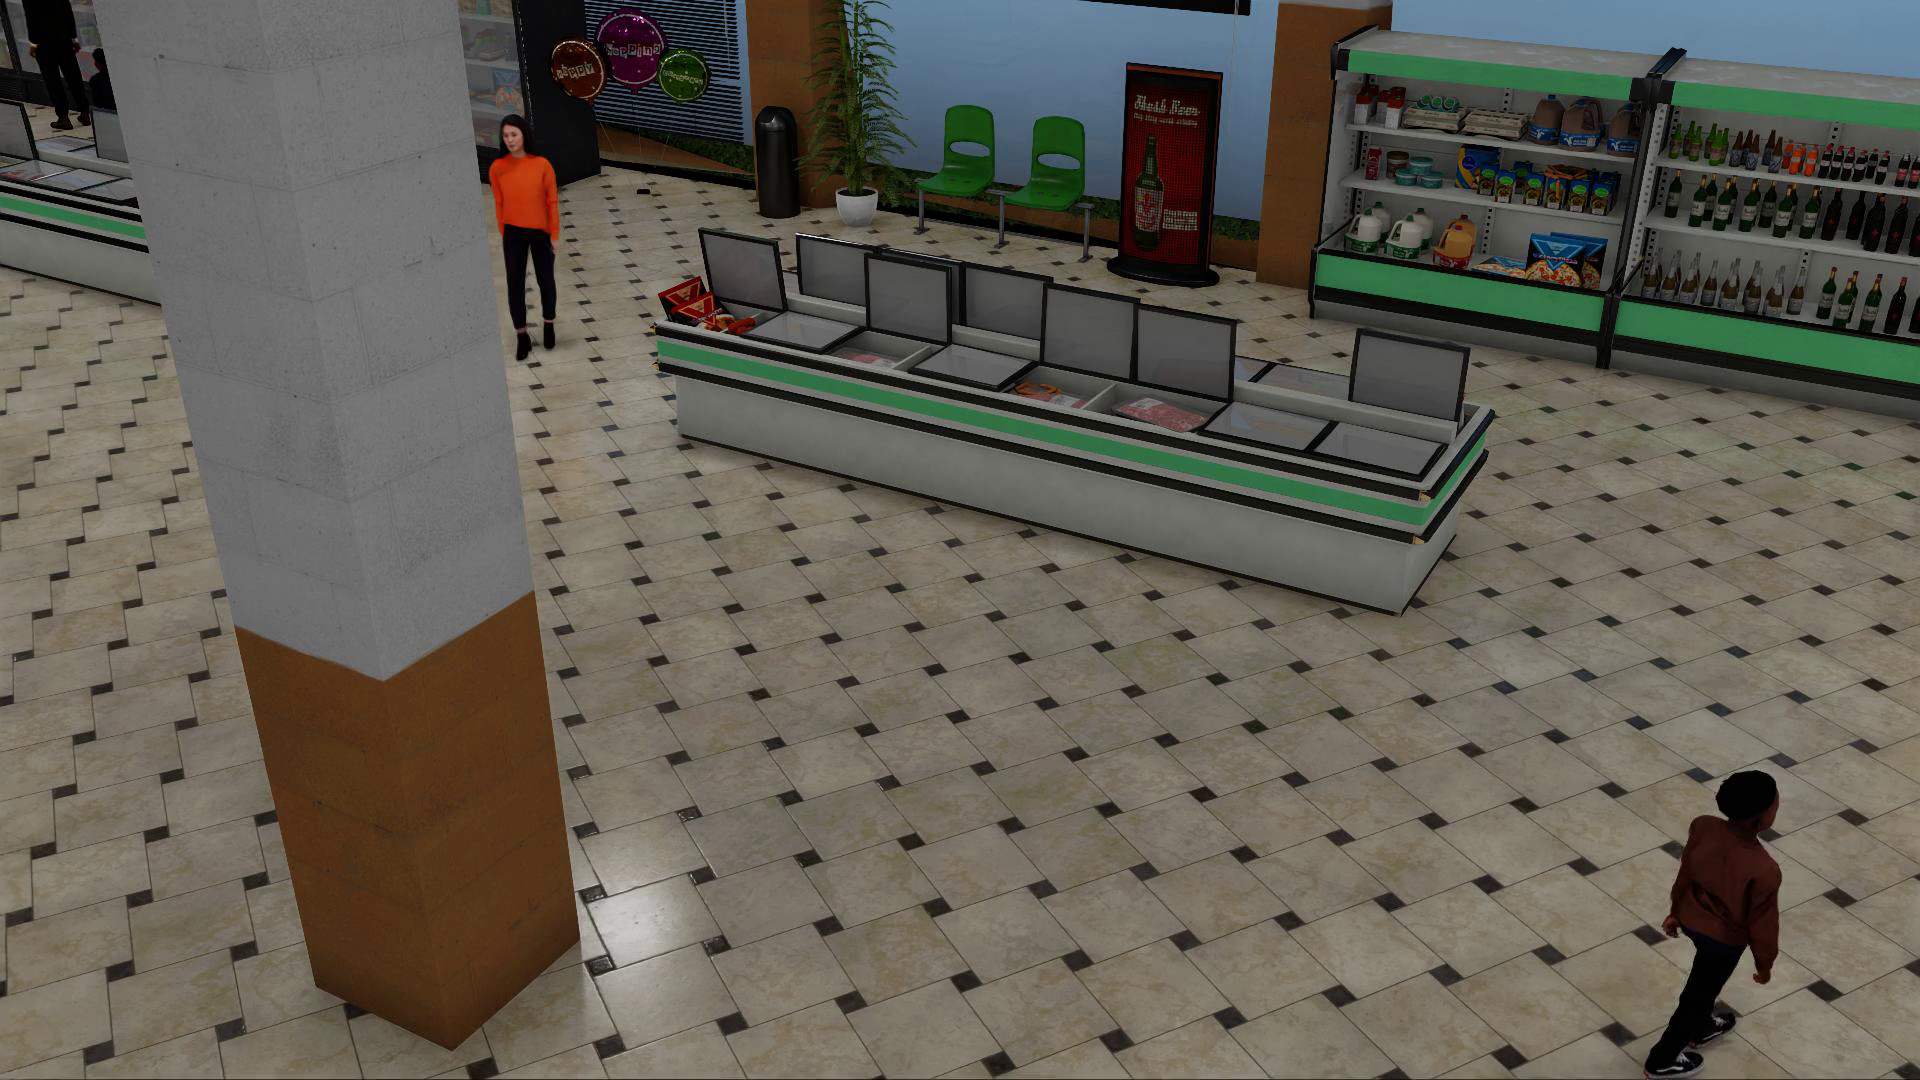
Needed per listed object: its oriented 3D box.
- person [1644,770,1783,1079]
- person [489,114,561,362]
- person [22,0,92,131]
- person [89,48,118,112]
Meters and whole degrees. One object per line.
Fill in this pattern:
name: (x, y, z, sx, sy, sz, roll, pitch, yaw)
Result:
person: (2.484, 1.319, 5.589, 0.786, 1.241, 0.732, -9, 28, -17)
person: (-3.095, -2.221, 12.026, 0.857, 1.731, 0.900, -3, 27, -5)
person: (-10.015, -5.524, 18.348, 0.634, 1.904, 0.728, 19, 32, 32)
person: (-8.375, -4.227, 16.494, 0.563, 1.268, 0.590, -24, 36, -39)
